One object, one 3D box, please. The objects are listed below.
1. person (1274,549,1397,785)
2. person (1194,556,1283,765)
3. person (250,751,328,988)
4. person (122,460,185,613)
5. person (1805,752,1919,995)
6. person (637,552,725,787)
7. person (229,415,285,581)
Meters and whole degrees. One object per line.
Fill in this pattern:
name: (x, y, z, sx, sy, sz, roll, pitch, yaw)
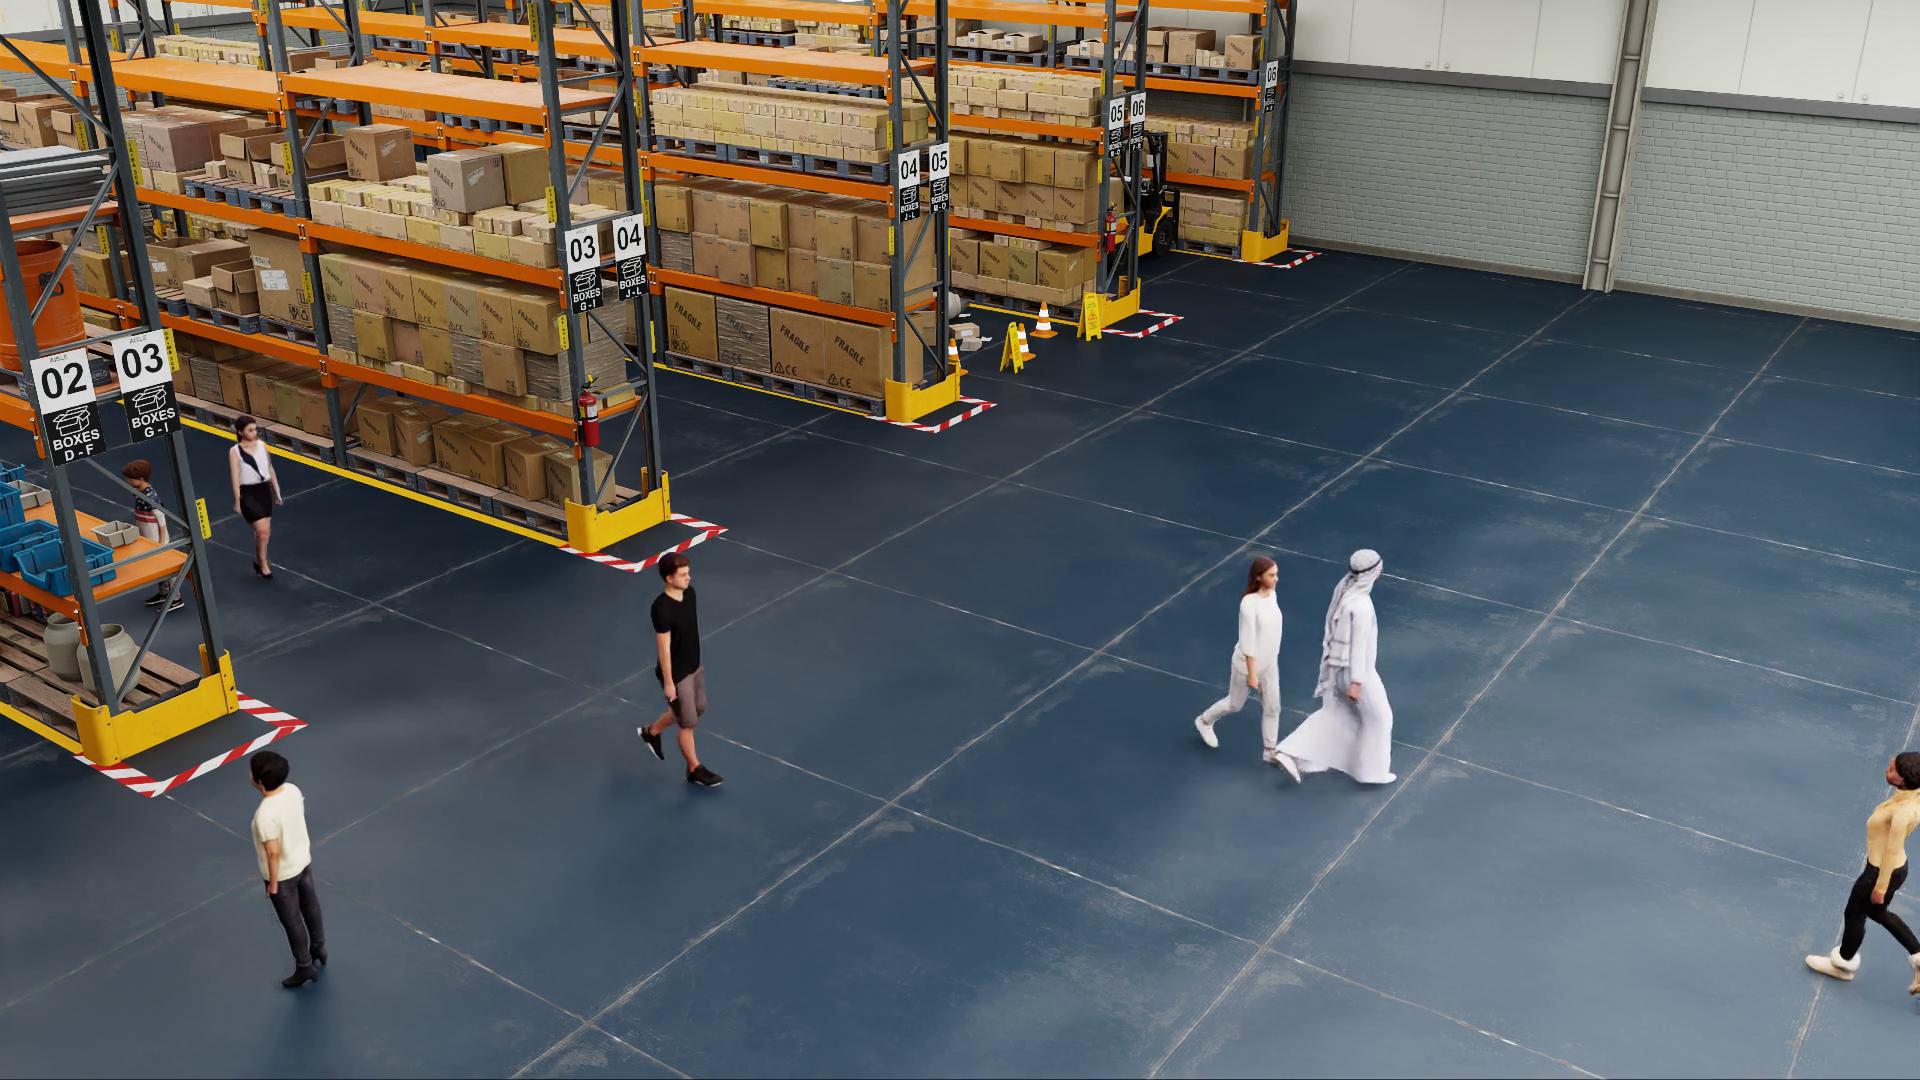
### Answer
person: (2.756, 0.962, 12.097, 1.245, 1.892, 1.168, -4, 23, -8)
person: (2.146, 0.907, 12.525, 1.093, 1.658, 0.698, 21, 31, 40)
person: (-4.077, 1.984, 10.083, 0.640, 1.587, 0.655, 3, 23, 6)
person: (-7.309, -0.063, 15.080, 0.458, 1.443, 0.610, 21, 31, 40)
person: (5.615, 2.015, 9.941, 0.988, 1.641, 0.675, 19, 29, 37)
person: (-2.131, 0.933, 12.222, 1.064, 1.847, 0.840, 8, 24, 18)
person: (-6.665, -0.391, 15.608, 0.644, 1.633, 0.597, 12, 26, 27)
